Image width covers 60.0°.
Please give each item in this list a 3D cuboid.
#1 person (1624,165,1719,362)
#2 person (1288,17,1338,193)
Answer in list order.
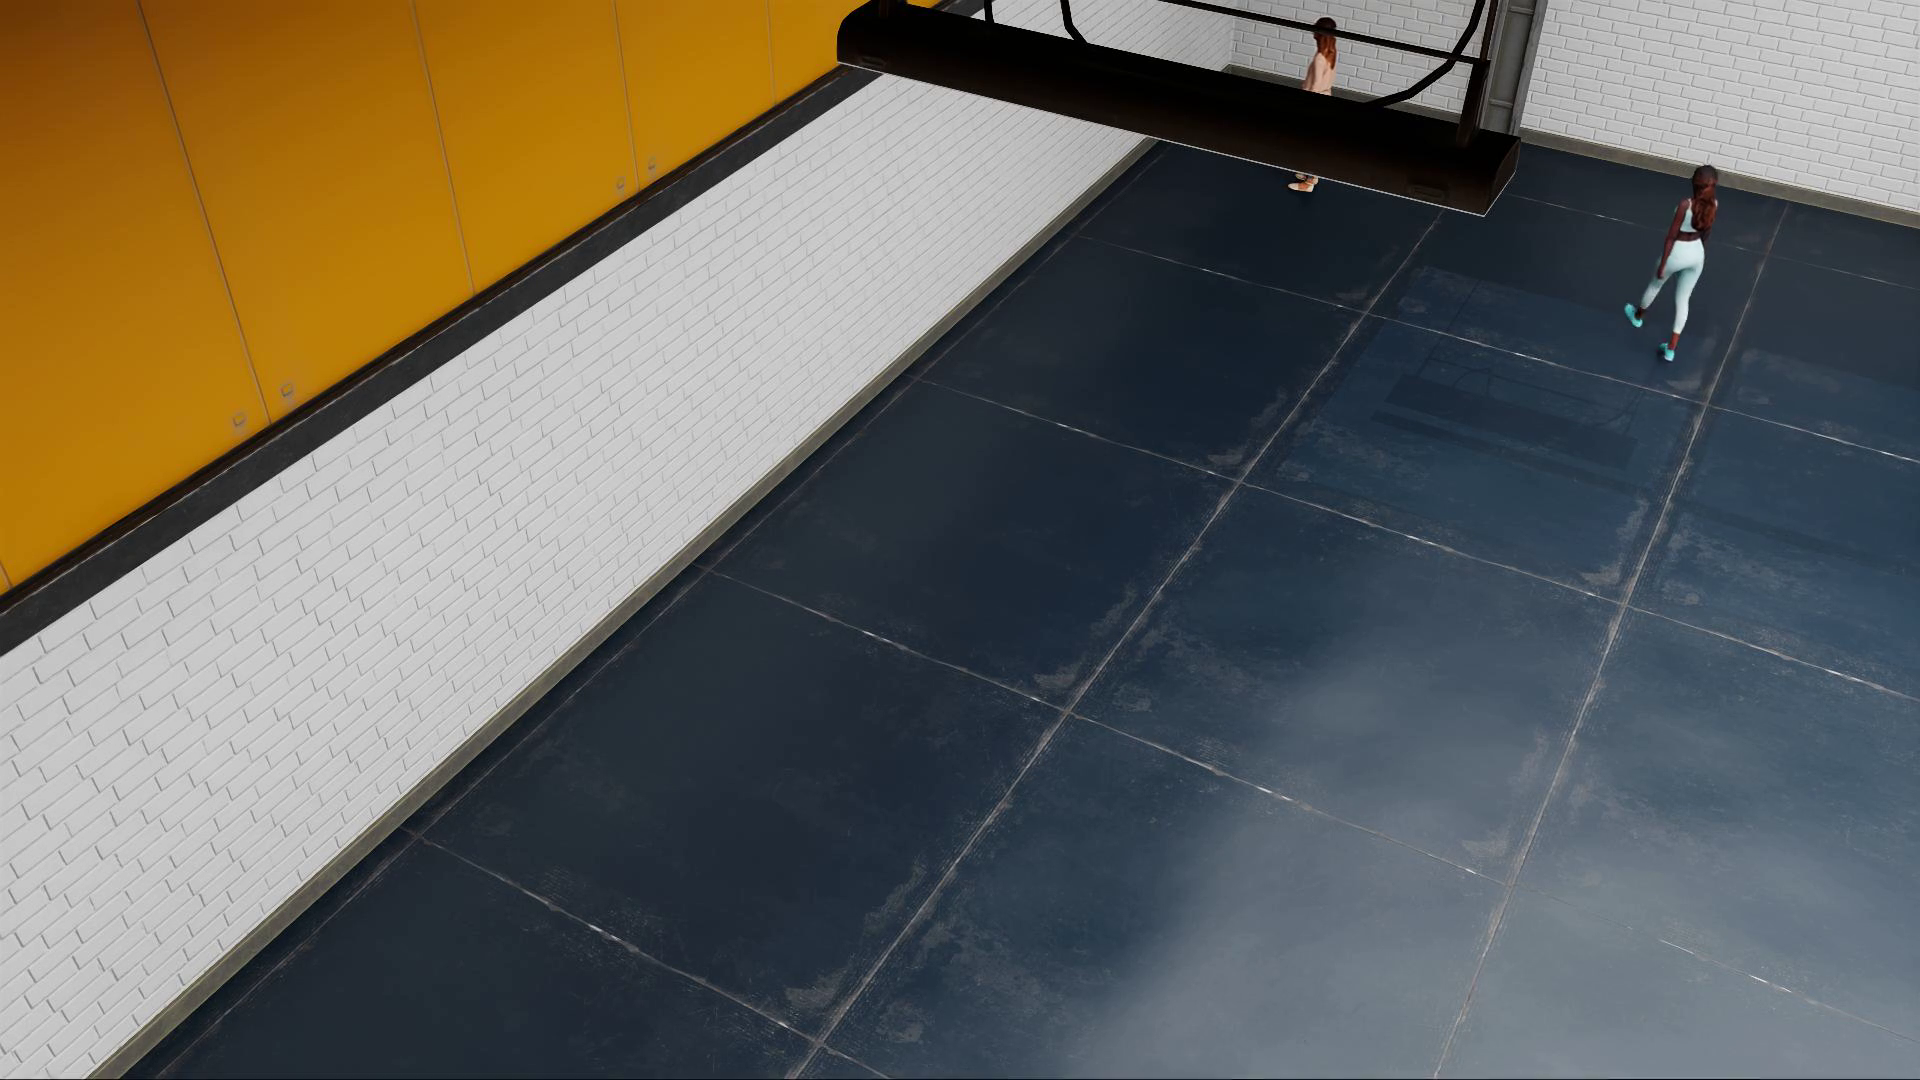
[{"bbox_3d":[6.200,-2.332,14.211,1.047,1.692,1.019,-3,39,-4],"label":"person"},{"bbox_3d":[3.580,-4.361,16.673,0.520,1.792,0.591,18,42,21],"label":"person"}]
